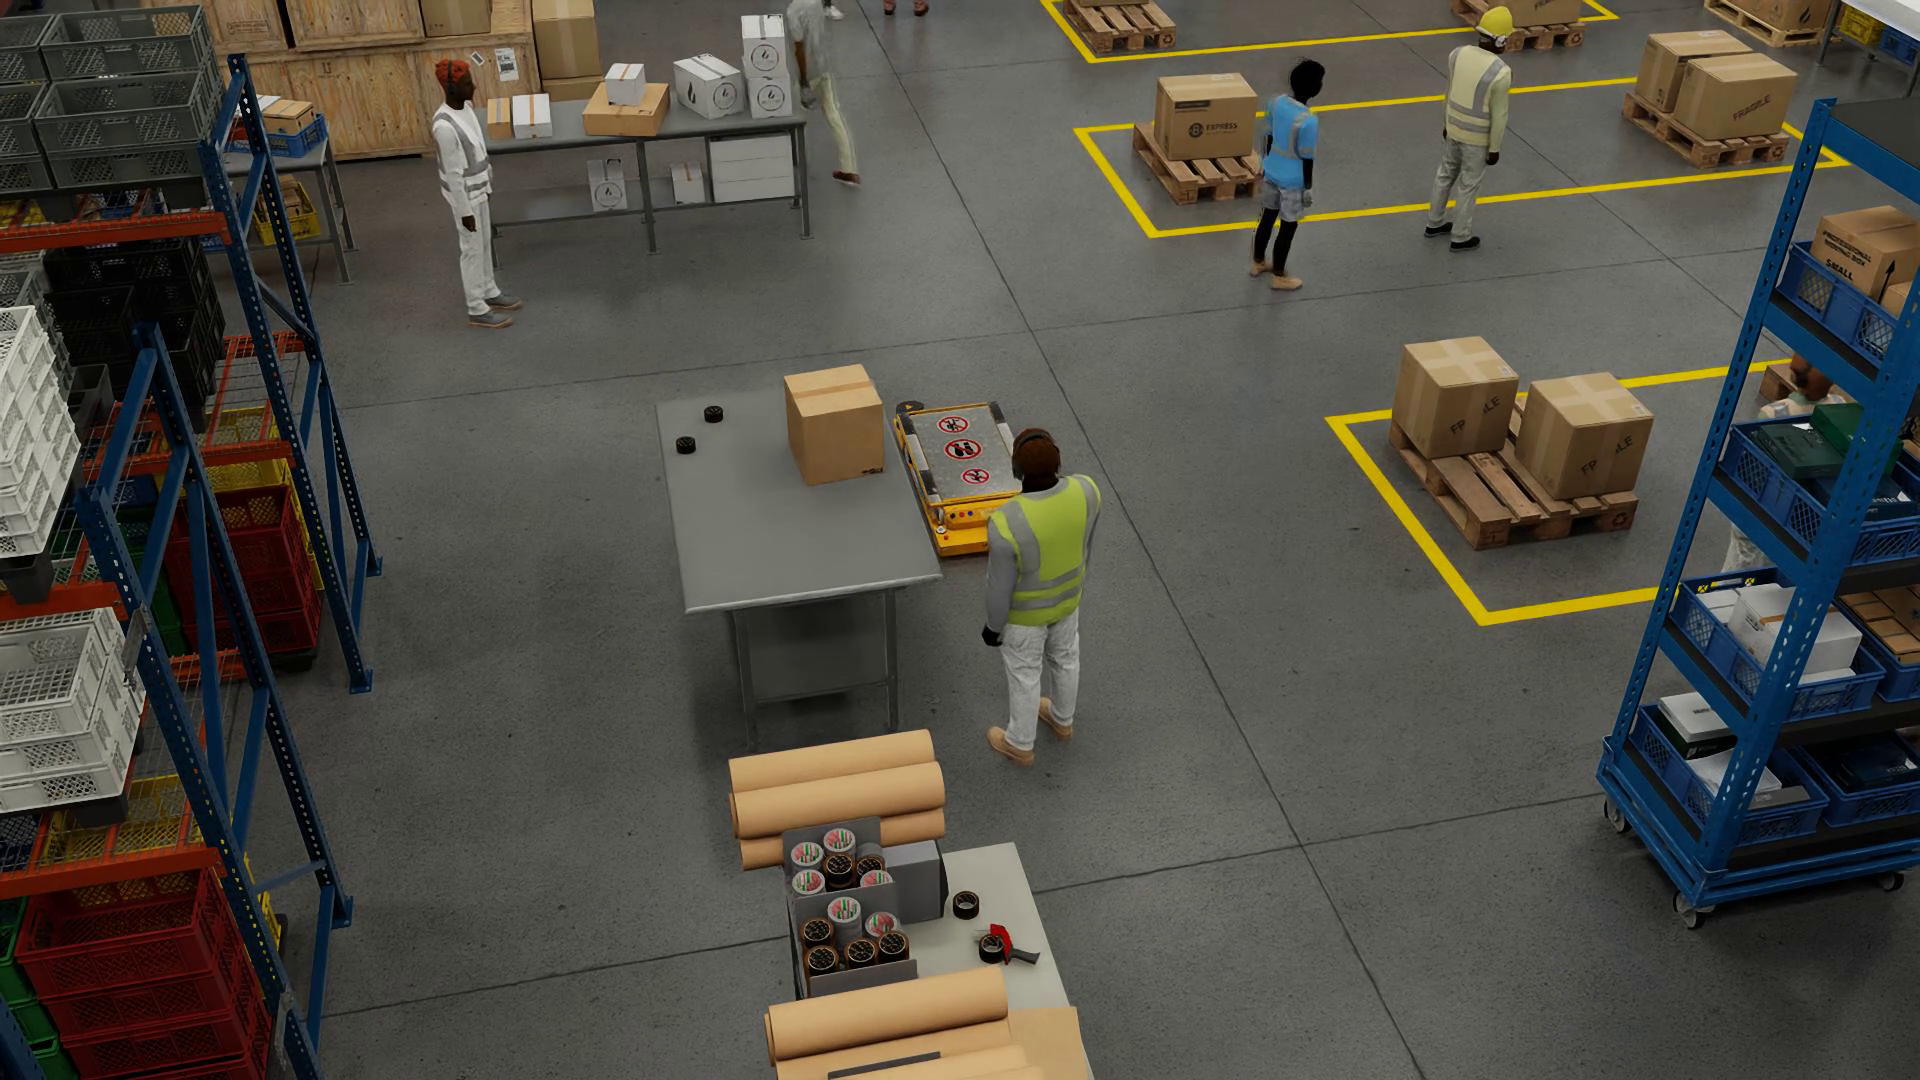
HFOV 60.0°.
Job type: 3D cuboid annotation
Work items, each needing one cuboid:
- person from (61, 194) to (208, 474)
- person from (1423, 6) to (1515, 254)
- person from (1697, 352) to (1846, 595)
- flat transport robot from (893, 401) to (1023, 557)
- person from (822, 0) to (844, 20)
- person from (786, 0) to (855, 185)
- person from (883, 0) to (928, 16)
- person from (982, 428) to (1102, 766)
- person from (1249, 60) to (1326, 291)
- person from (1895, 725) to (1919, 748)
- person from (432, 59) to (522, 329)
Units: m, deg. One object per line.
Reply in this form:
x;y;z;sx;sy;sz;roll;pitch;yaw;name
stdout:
-4.880;-1.146;9.684;0.364;1.939;0.636;29;45;33;person
3.799;-3.032;12.315;0.403;1.823;0.596;-17;40;-22;person
4.289;-0.283;8.766;0.522;1.645;0.306;-11;38;-14;person
0.046;-0.430;10.108;0.652;0.197;1.431;-8;37;-10;flat transport robot
-1.446;-6.038;16.305;0.629;1.882;0.689;-28;45;-32;person
-1.262;-3.730;13.254;0.950;1.810;0.592;19;40;23;person
-0.546;-6.176;16.482;0.656;1.901;0.396;6;37;8;person
0.352;0.278;7.853;0.624;1.841;0.430;-24;43;-29;person
2.332;-2.592;11.841;0.321;1.682;0.580;-14;39;-18;person
4.682;0.307;7.705;0.416;1.982;0.624;-12;38;-16;person
-3.342;-2.364;11.379;0.360;1.878;0.579;0;37;1;person
